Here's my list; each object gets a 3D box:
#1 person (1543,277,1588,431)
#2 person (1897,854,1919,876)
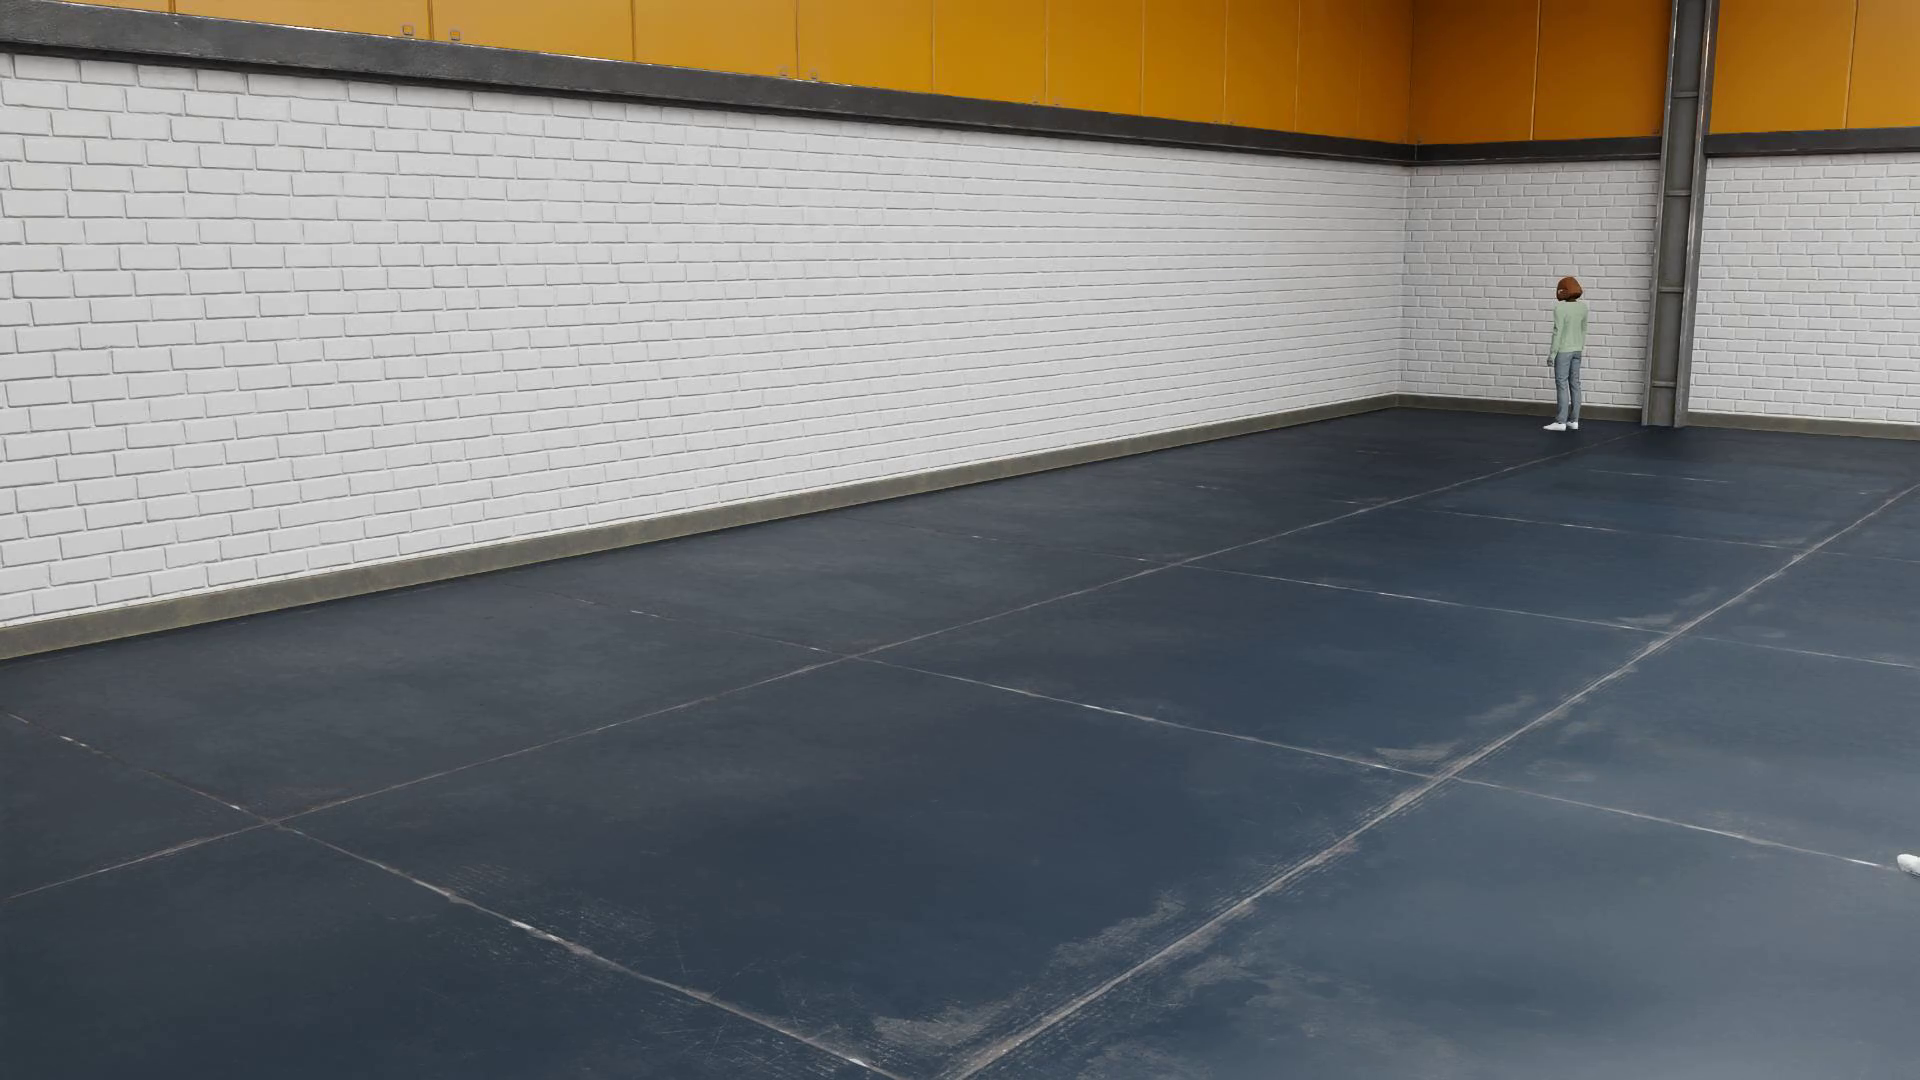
[{"bbox_3d":[6.466,-1.980,17.735,0.498,1.632,0.285,-6,12,-32],"label":"person"},{"bbox_3d":[3.190,0.207,4.989,0.545,1.858,0.530,-7,12,-33],"label":"person"}]
